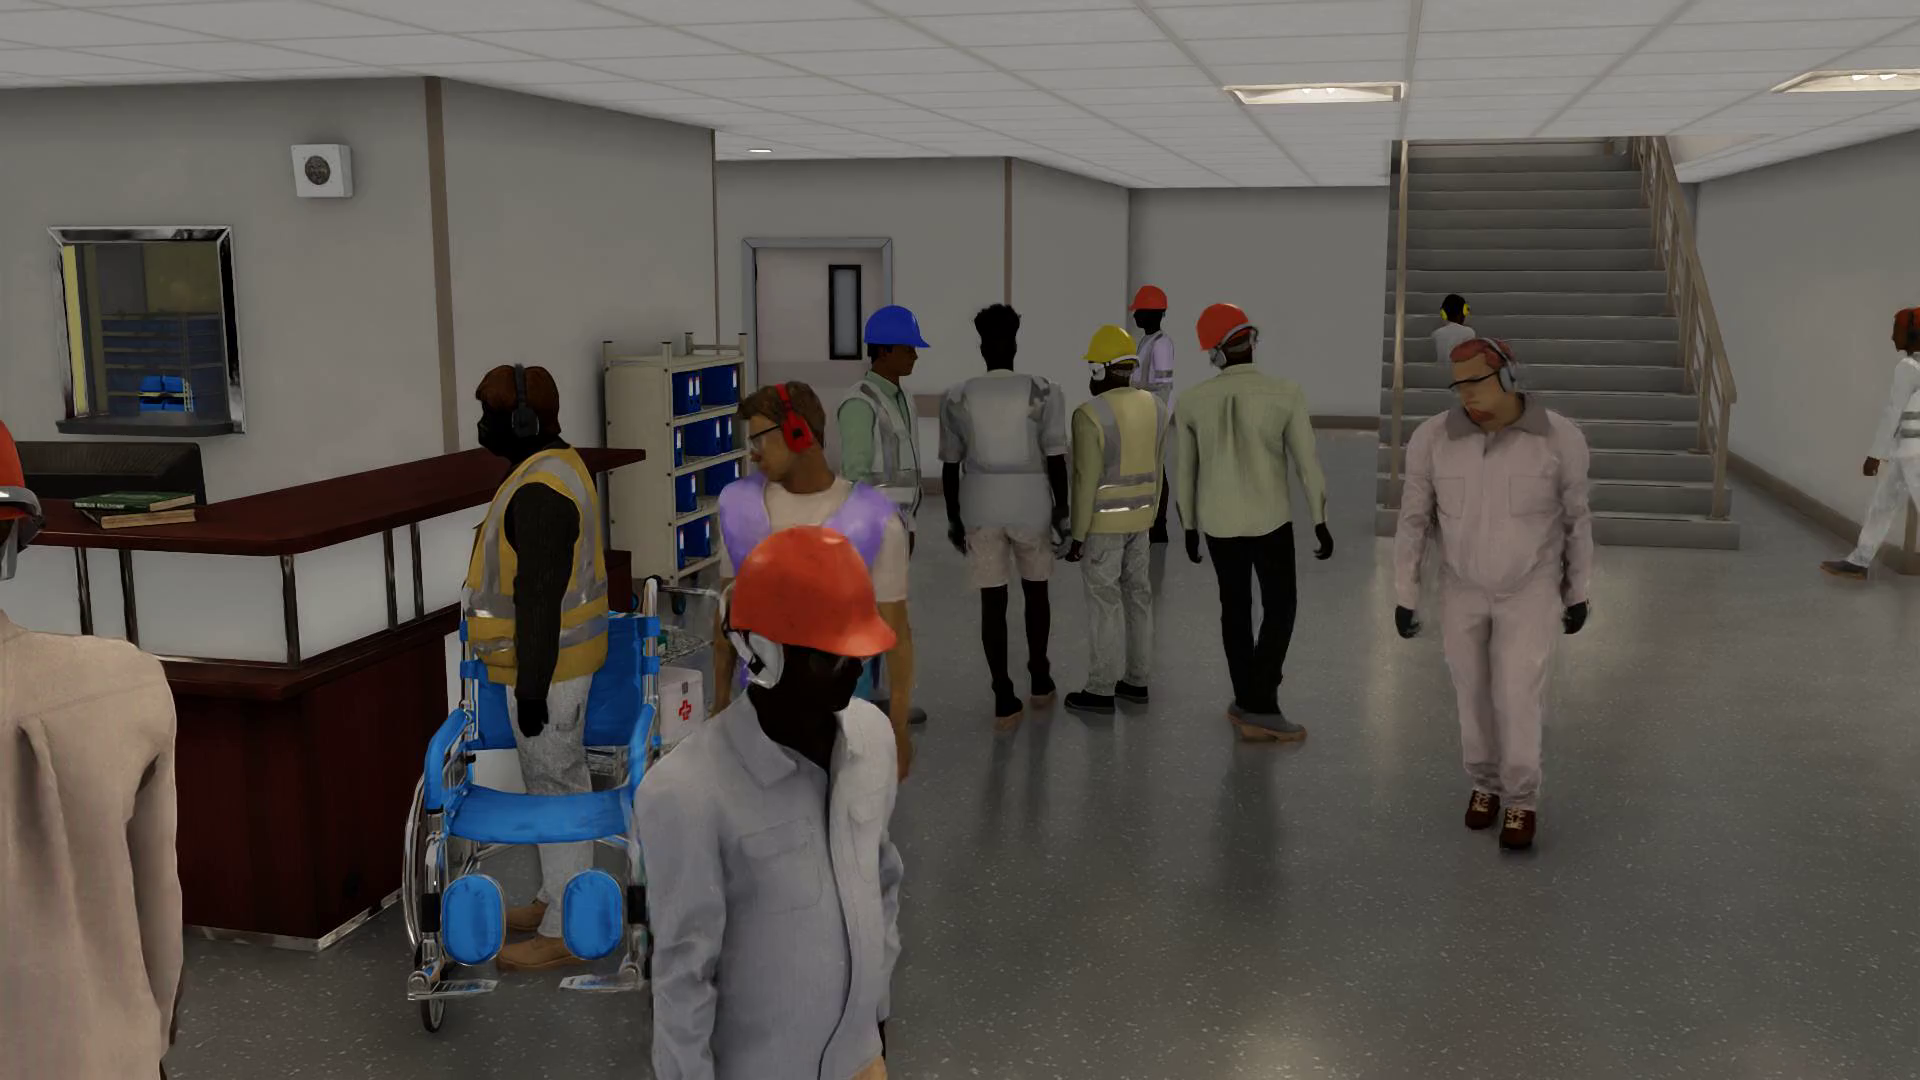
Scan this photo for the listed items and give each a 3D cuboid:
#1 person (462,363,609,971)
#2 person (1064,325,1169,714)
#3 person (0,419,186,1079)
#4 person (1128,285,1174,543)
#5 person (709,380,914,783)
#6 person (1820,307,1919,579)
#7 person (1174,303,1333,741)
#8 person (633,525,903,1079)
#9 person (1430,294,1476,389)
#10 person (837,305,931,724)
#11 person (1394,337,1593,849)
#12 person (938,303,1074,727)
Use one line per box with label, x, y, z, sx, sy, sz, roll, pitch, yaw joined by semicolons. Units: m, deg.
person;-1.287;0.380;5.089;0.430;1.838;0.626;-2;10;-11
person;0.713;-0.095;7.880;0.587;1.835;0.403;-9;13;-41
person;-1.292;0.785;2.224;0.375;1.995;0.611;3;10;19
person;1.422;-0.944;12.562;0.350;1.941;0.545;-2;10;-11
person;-0.402;0.459;4.666;0.629;1.818;0.567;4;10;22
person;6.223;-0.589;10.792;0.997;1.845;0.595;9;13;44
person;1.304;-0.079;7.475;0.708;1.949;0.525;5;11;26
person;-0.309;0.822;2.774;0.480;1.734;0.572;8;12;38
person;4.309;-1.264;14.789;0.638;1.827;0.590;-6;11;-29
person;-0.337;-0.071;7.440;0.420;1.939;0.605;3;10;20
person;1.952;0.189;6.117;0.663;1.866;0.654;6;11;30
person;0.225;-0.133;7.815;0.637;1.927;0.799;1;10;7
